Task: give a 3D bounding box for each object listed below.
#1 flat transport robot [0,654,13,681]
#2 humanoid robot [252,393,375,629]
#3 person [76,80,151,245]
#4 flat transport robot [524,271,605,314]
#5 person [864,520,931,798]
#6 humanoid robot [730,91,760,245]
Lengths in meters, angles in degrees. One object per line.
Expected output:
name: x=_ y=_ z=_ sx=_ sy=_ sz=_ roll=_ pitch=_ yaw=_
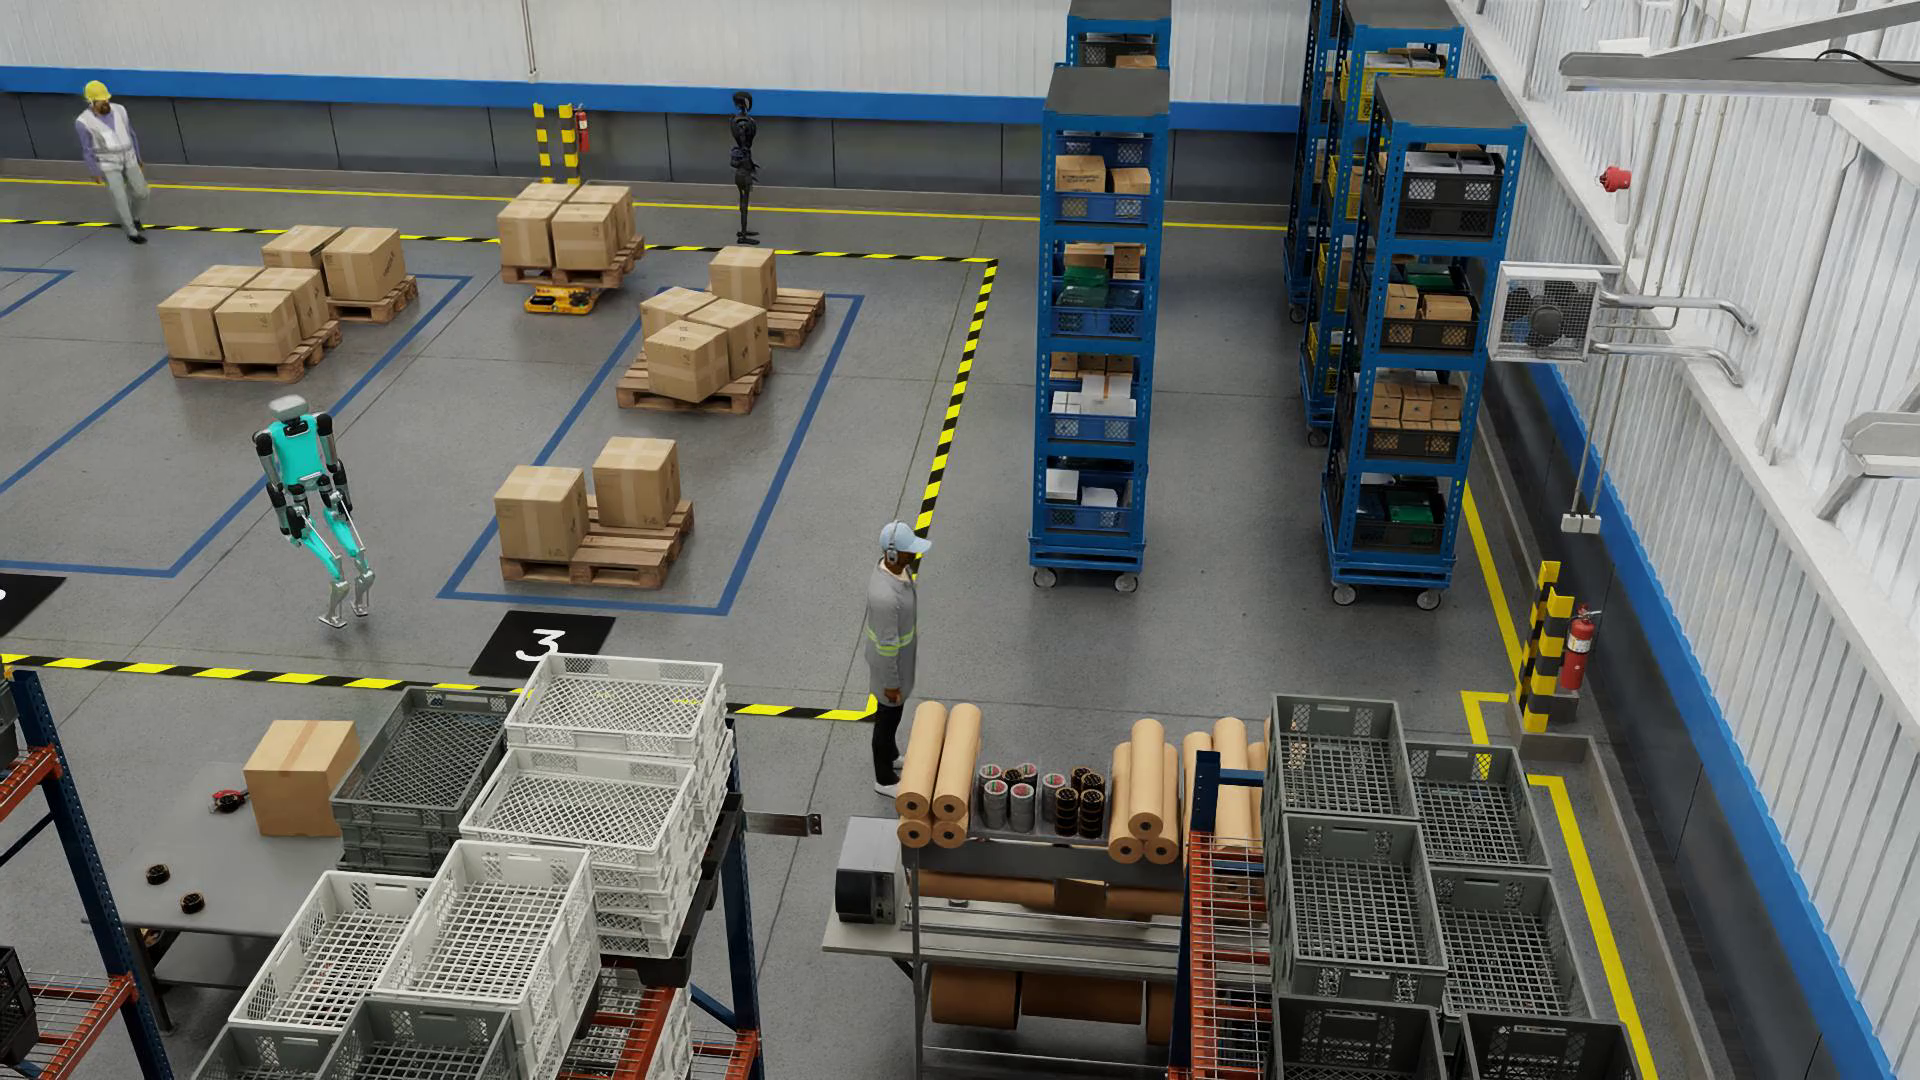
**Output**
flat transport robot: x=-7.142 y=0.969 z=11.010 sx=1.431 sy=0.231 sz=0.659 roll=3 pitch=30 yaw=6
humanoid robot: x=-4.312 y=-0.138 z=11.320 sx=0.533 sy=1.675 sz=0.735 roll=-26 pitch=39 yaw=-37
person: x=-9.247 y=-4.136 z=18.233 sx=0.423 sy=1.819 sz=0.622 roll=19 pitch=35 yaw=30
flat transport robot: x=-3.996 y=-2.724 z=17.324 sx=0.652 sy=0.197 sz=1.431 roll=3 pitch=30 yaw=6
person: x=-0.362 y=0.696 z=9.905 sx=0.401 sy=1.852 sz=0.589 roll=2 pitch=30 yaw=4
humanoid robot: x=-2.366 y=-4.124 z=18.341 sx=0.315 sy=1.657 sz=0.599 roll=-2 pitch=30 yaw=-3
